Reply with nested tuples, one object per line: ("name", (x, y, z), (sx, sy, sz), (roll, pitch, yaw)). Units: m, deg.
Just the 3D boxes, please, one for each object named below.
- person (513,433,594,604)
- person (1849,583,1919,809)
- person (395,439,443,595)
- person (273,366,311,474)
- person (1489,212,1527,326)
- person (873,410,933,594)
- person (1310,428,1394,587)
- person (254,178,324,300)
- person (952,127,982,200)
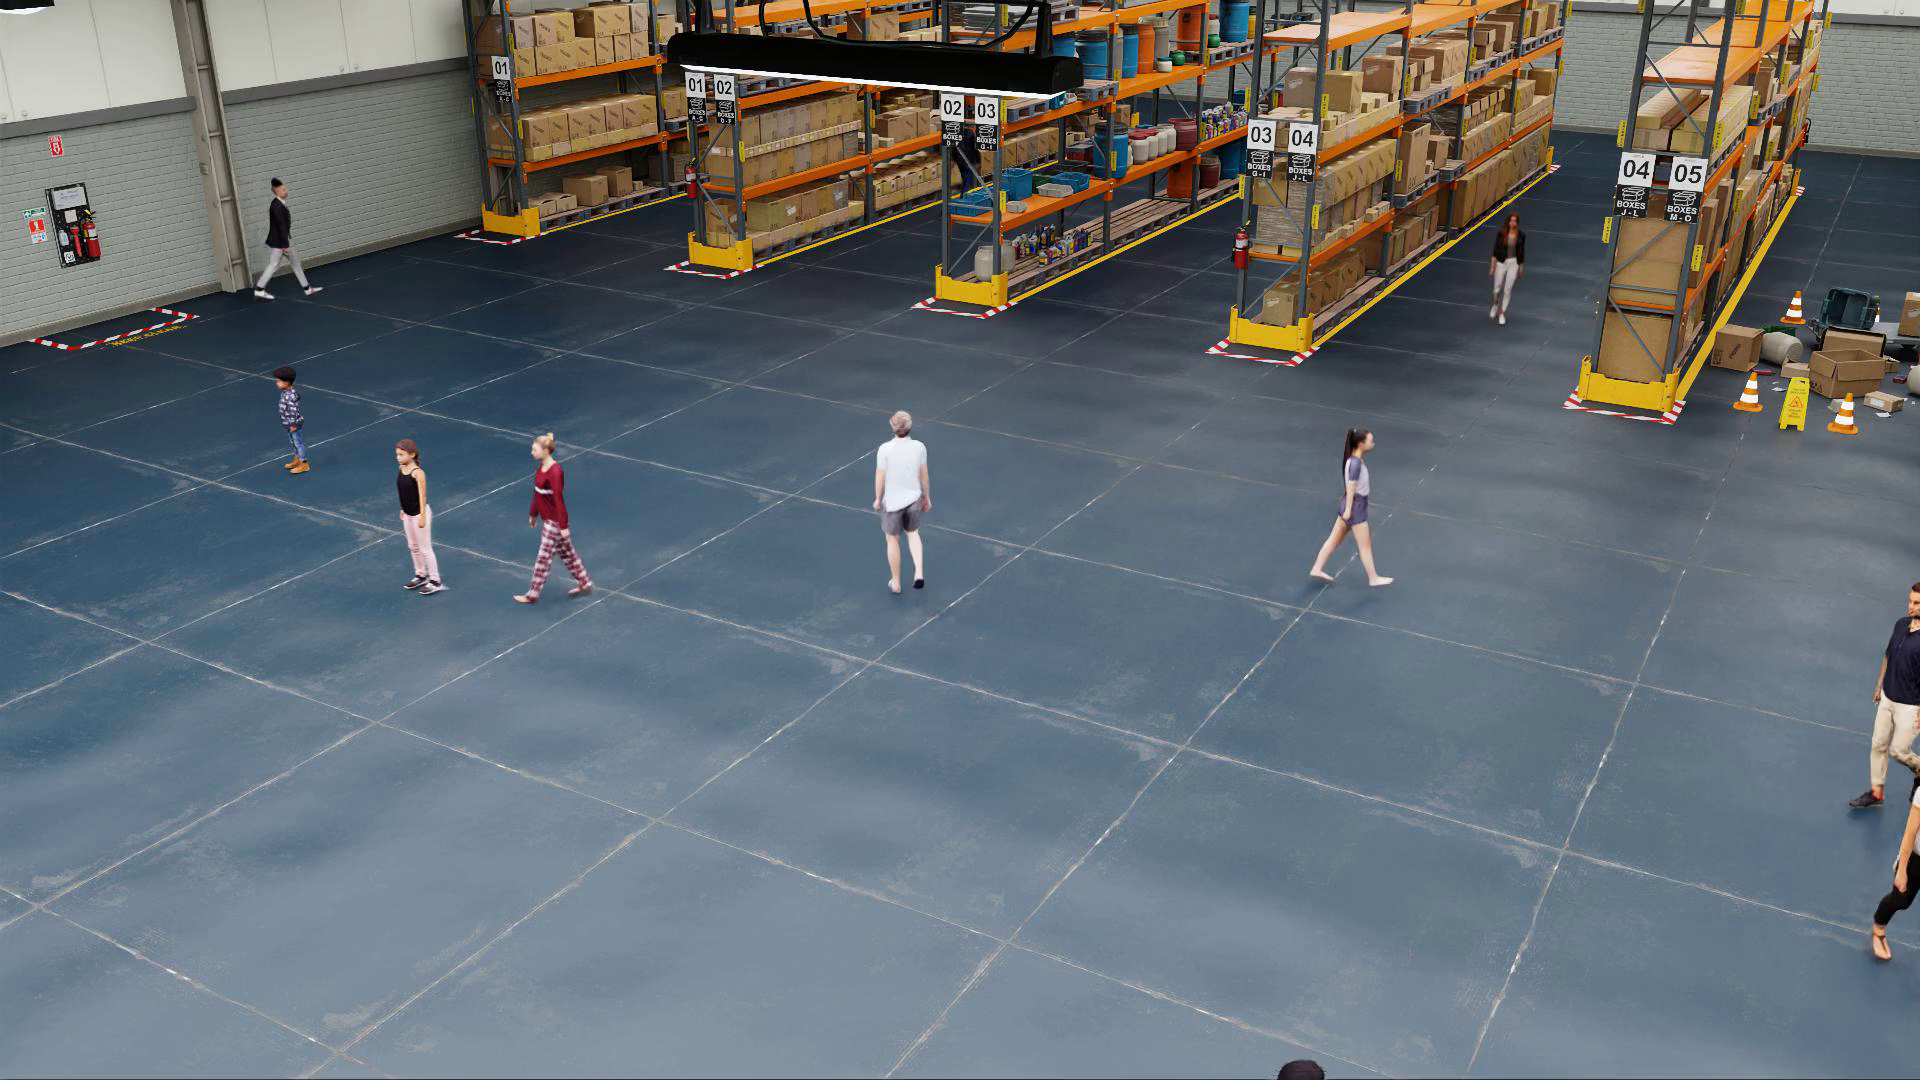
("person", (-3.790, -0.209, 15.853), (1.132, 1.667, 0.981), (-12, 26, -26))
("person", (7.089, 1.182, 12.356), (0.990, 1.844, 0.932), (-6, 24, -13))
("person", (-5.262, -0.248, 16.078), (0.540, 1.563, 0.557), (19, 29, 37))
("person", (-7.703, -1.399, 19.178), (0.593, 1.255, 0.567), (-15, 27, -32))
("person", (8.229, -4.104, 24.988), (0.716, 1.686, 0.750), (7, 24, 17))
("person", (-0.527, -0.314, 15.913), (0.886, 1.814, 0.947), (-7, 24, -17))
("person", (3.721, -0.297, 16.138), (0.898, 1.608, 1.044), (4, 23, 9))
("person", (-10.786, -4.697, 26.109), (1.327, 1.902, 1.285), (-7, 24, -17))
("person", (0.060, -7.311, 32.307), (0.705, 1.861, 0.915), (13, 26, 28))
